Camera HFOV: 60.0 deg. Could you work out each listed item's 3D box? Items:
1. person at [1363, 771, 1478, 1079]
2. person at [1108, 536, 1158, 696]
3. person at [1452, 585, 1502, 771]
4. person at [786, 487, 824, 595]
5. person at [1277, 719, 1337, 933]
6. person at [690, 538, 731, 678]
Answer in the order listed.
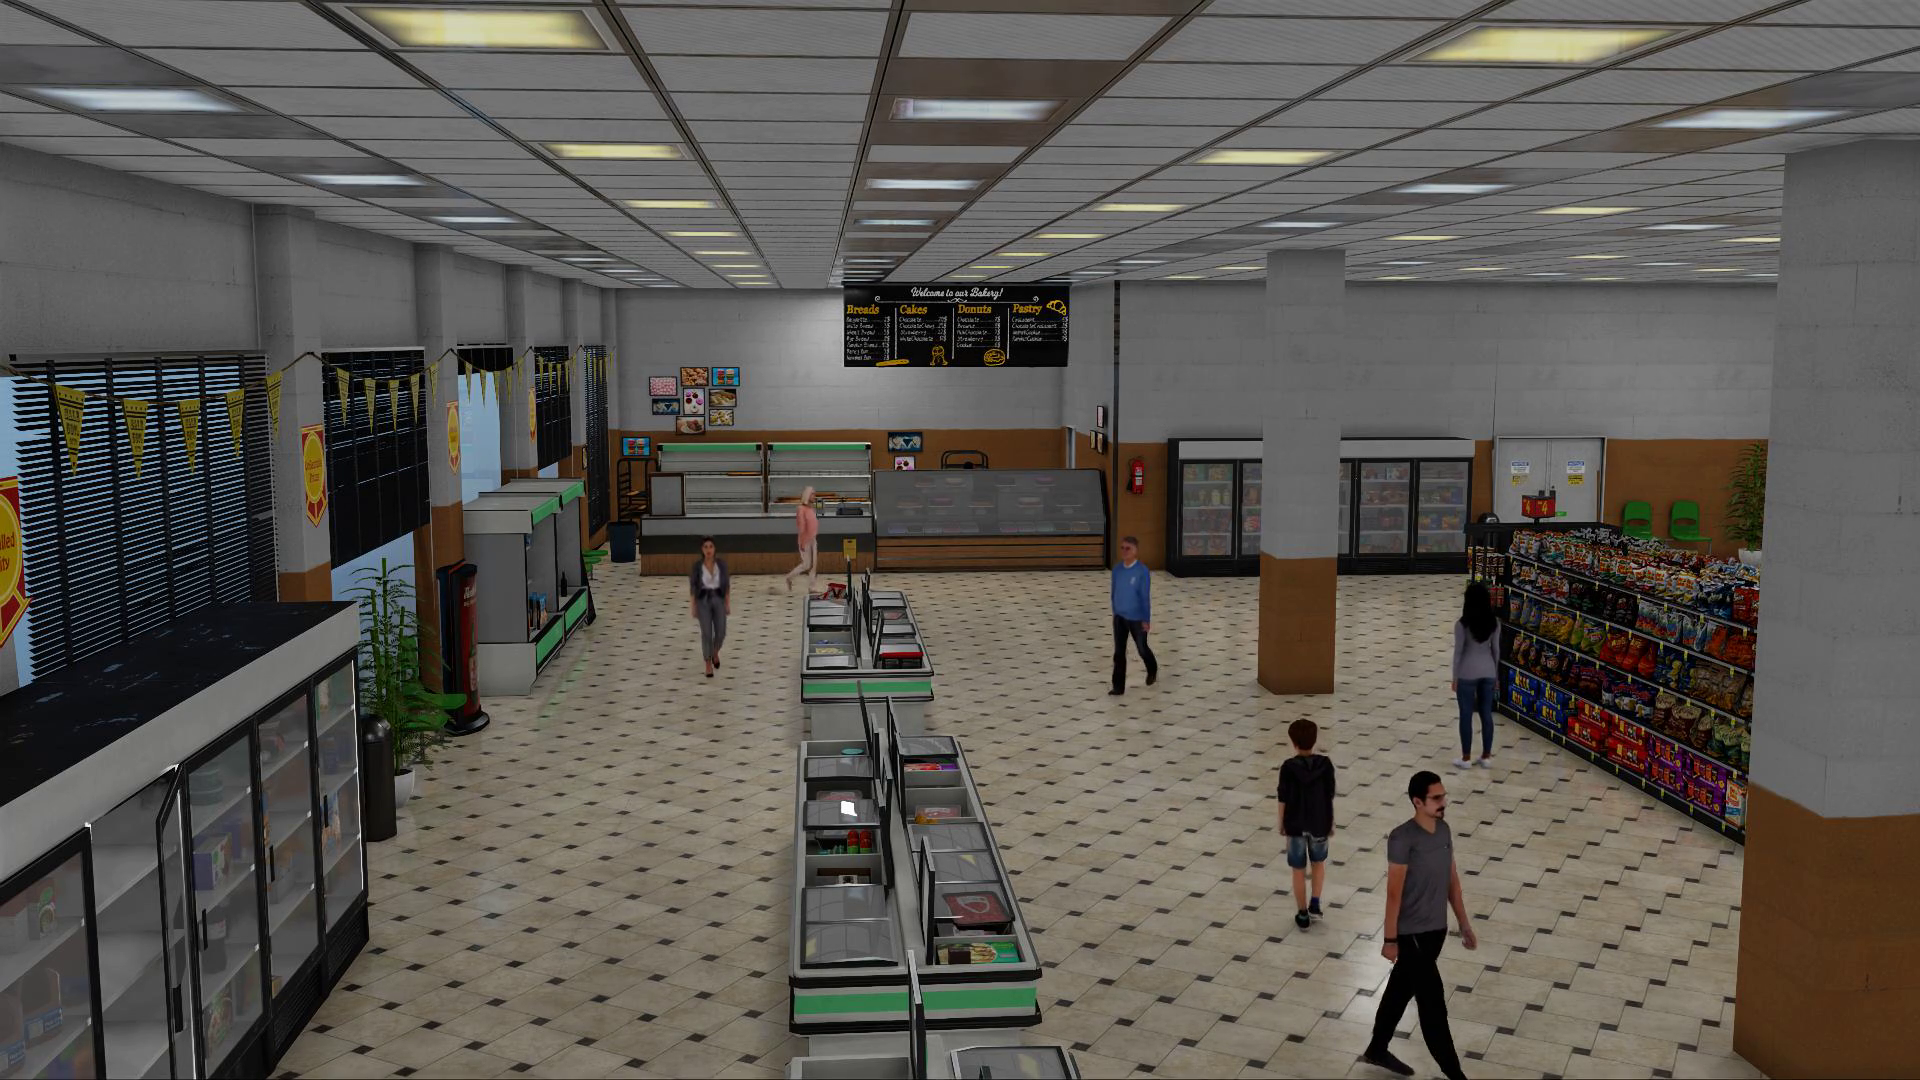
[{"bbox_3d":[2.389,2.087,8.919,1.171,1.717,1.063,7,10,44],"label":"person"},{"bbox_3d":[1.979,0.855,18.825,1.115,1.787,1.250,4,8,32],"label":"person"},{"bbox_3d":[4.841,1.281,15.538,0.616,1.729,0.536,-1,7,-9],"label":"person"},{"bbox_3d":[-2.453,0.024,26.010,0.912,1.712,0.914,3,8,25],"label":"person"},{"bbox_3d":[2.356,1.944,11.262,0.572,1.438,0.576,0,7,3],"label":"person"},{"bbox_3d":[-2.978,0.794,19.828,0.684,1.666,0.713,-2,7,-16],"label":"person"}]
